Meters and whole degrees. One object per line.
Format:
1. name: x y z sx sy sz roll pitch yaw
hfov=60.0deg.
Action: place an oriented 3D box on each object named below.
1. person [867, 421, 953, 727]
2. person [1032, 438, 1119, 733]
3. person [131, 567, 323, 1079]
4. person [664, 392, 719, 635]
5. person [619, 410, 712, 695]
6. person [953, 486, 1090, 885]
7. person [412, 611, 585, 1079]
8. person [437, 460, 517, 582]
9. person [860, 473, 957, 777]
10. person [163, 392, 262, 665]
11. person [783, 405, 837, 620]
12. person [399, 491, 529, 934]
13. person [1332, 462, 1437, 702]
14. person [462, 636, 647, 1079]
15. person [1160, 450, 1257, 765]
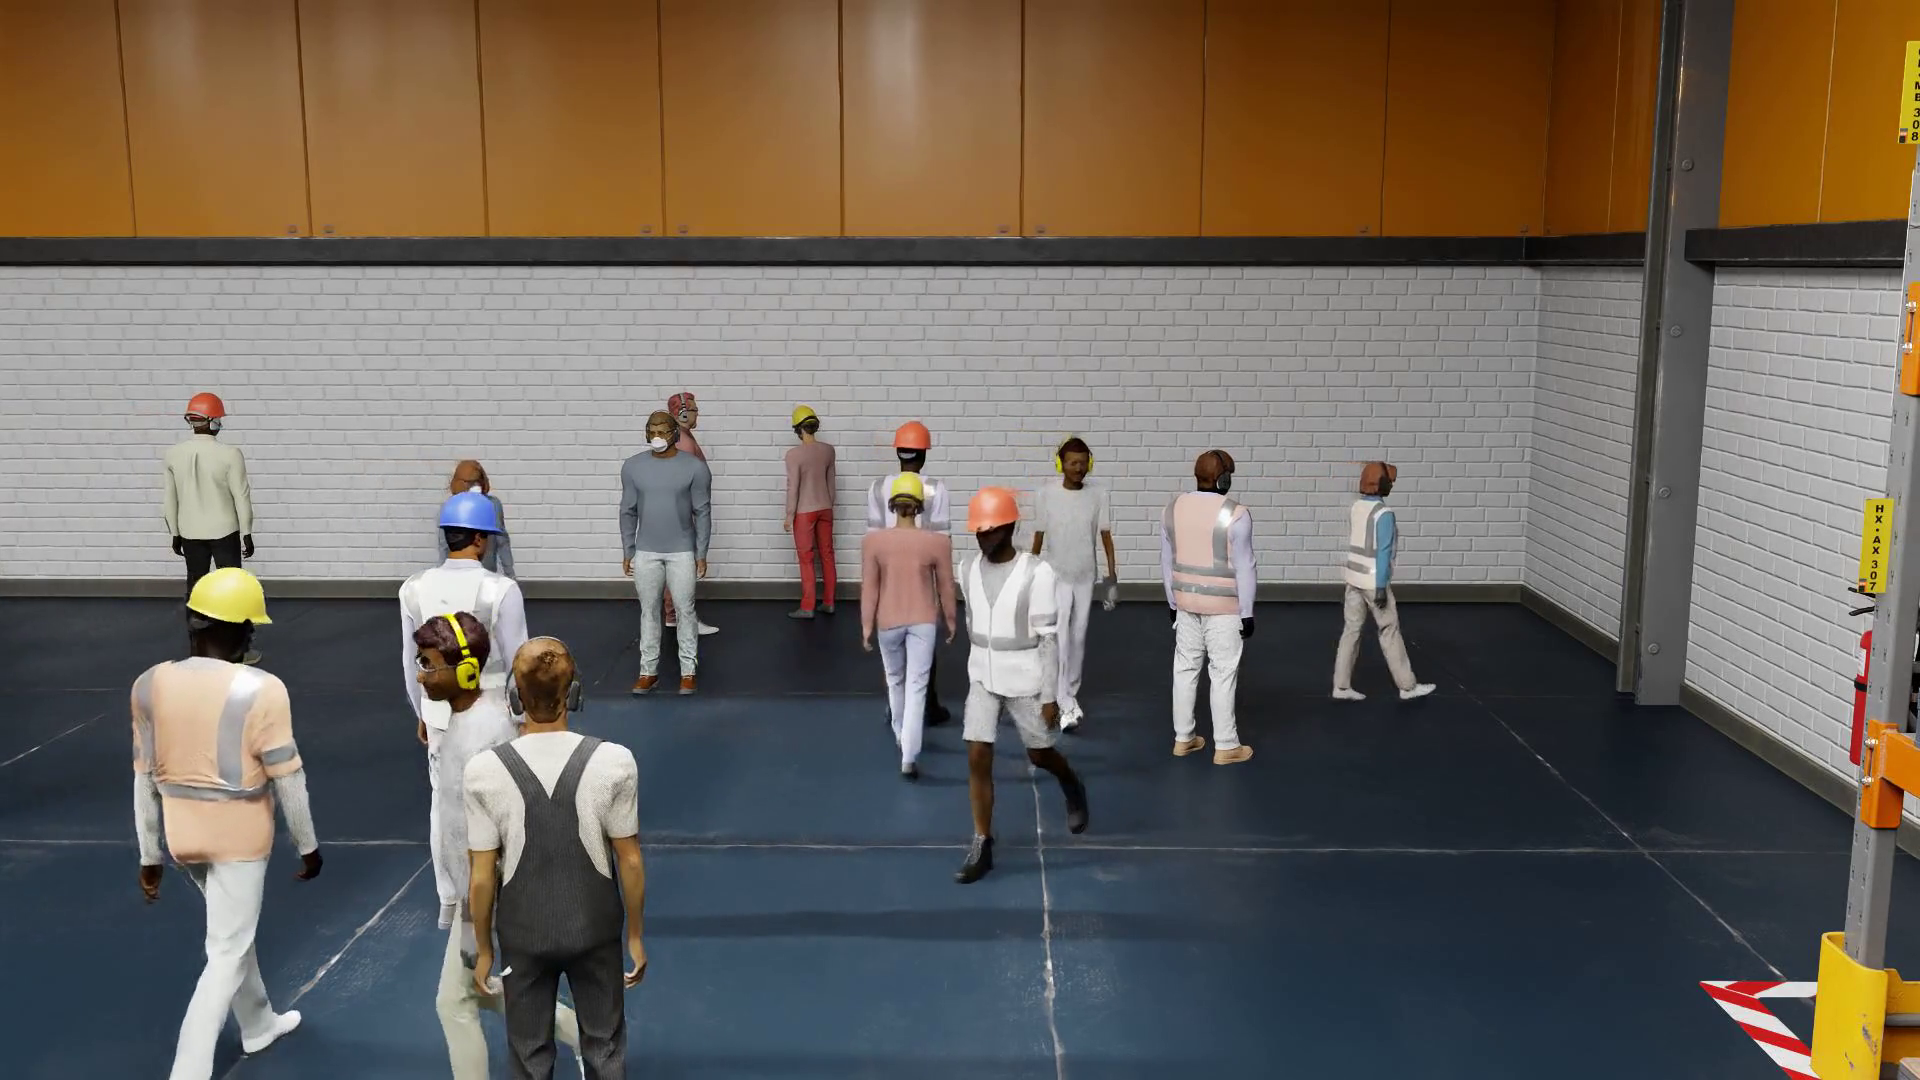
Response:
1. person: -0.302 0.213 10.512 0.551 1.932 0.378 3 10 16
2. person: 0.728 0.284 10.412 0.558 1.829 0.879 -1 10 -9
3. person: -2.586 1.036 5.763 0.587 1.876 0.922 3 10 17
4. person: -2.164 -0.209 13.126 0.409 1.909 0.640 -5 11 -29
5. person: -1.991 0.086 11.265 0.632 1.940 0.372 0 9 3
6. person: 0.288 0.644 8.102 0.553 1.894 0.953 6 11 31
7. person: -1.485 1.118 5.400 0.649 1.844 0.513 -2 10 -14
8. person: -3.347 0.237 11.343 0.703 1.610 0.534 7 12 37
9. person: -0.299 0.470 9.613 0.540 1.720 0.918 1 9 4
10. person: -5.395 -0.066 12.004 0.622 1.992 0.397 1 9 3
11. person: -1.240 -0.224 13.664 0.335 1.759 0.523 9 13 43
12. person: -2.119 0.756 7.252 0.603 1.938 0.401 3 10 15
13. person: 2.801 0.284 11.027 0.692 1.607 0.543 -3 10 -15
14. person: -1.186 1.193 4.927 0.504 1.841 0.344 -2 10 -12
15. person: 1.472 0.389 9.744 0.626 1.844 0.429 8 13 41
